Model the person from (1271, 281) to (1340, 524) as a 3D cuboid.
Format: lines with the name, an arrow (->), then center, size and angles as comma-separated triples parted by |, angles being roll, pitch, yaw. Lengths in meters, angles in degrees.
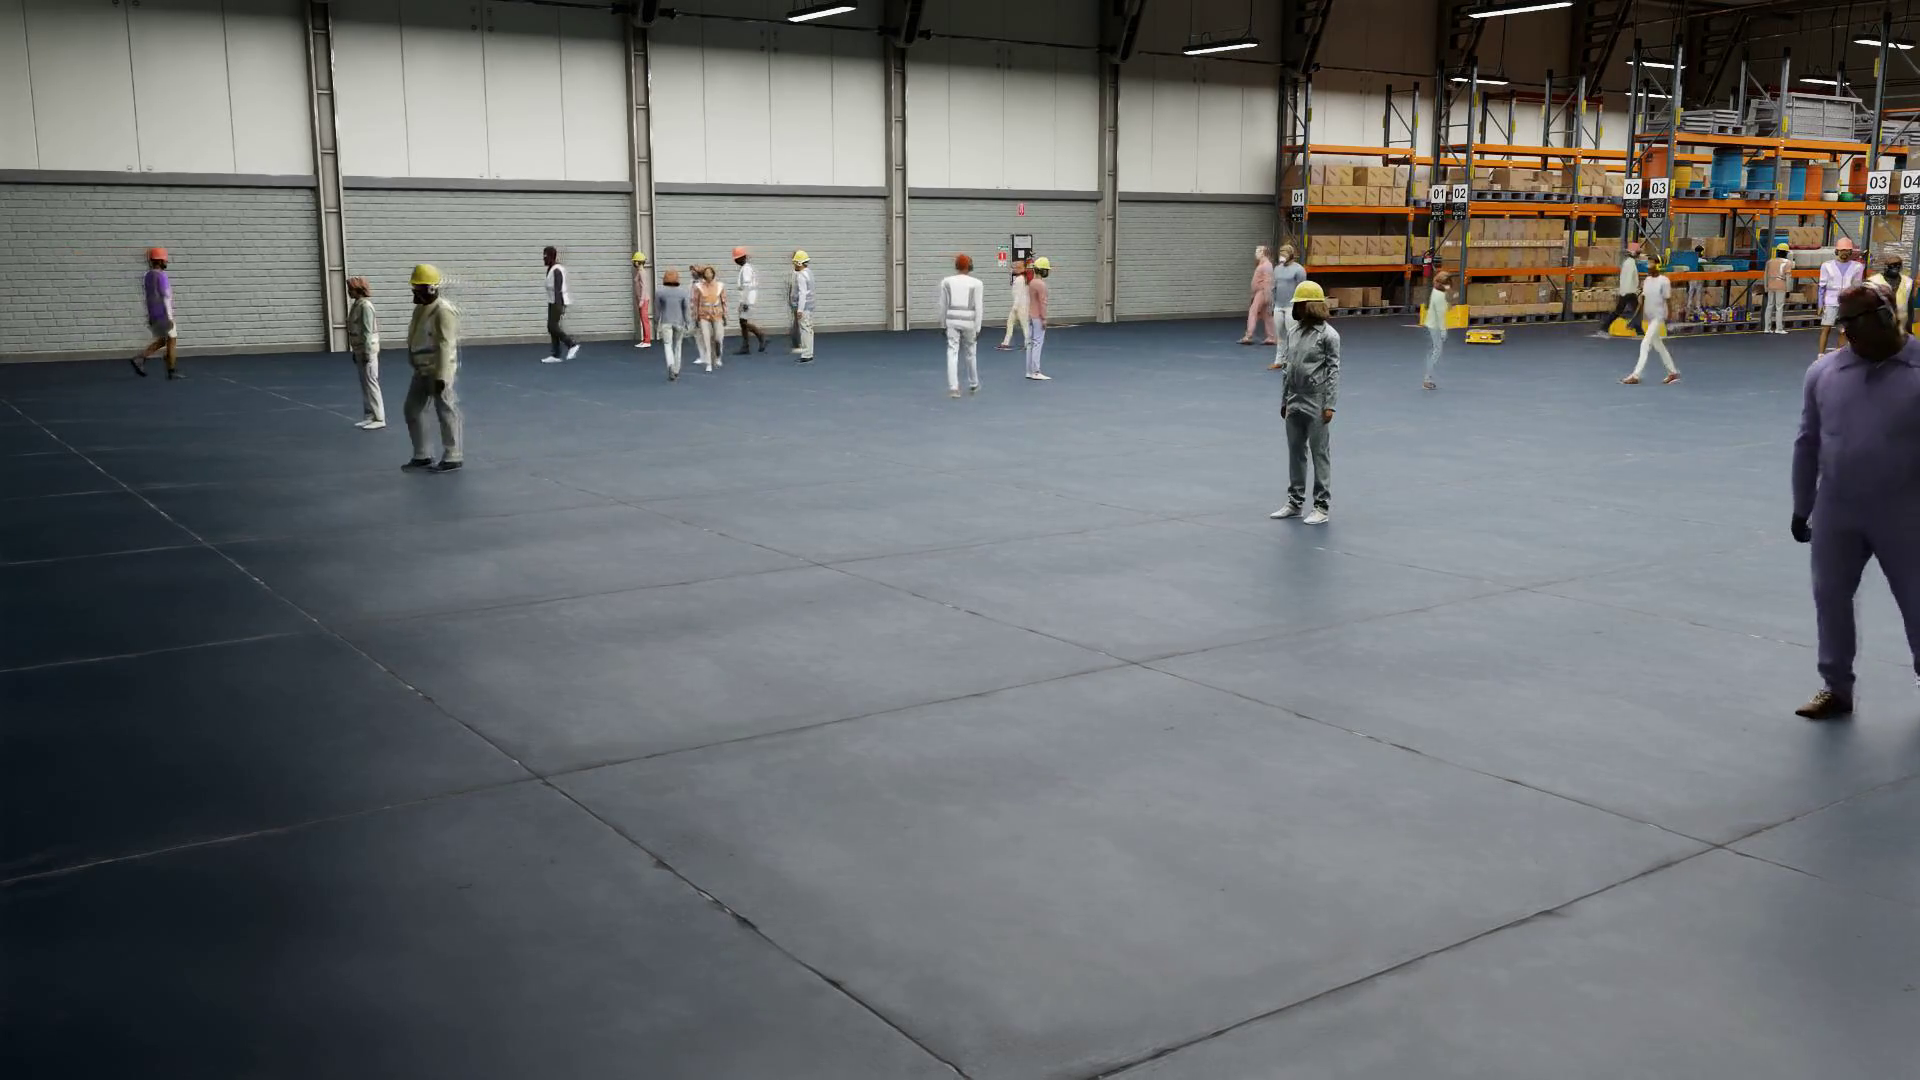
person -> 2.494, -0.987, 11.983 | 0.310, 1.743, 0.493 | -7, 13, -35

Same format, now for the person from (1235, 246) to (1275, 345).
person -> 5.617, -4.638, 31.627 | 0.876, 1.869, 0.665 | 2, 10, 8

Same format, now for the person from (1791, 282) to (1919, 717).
person -> 3.915, -0.142, 7.032 | 0.768, 1.872, 0.523 | 10, 14, 43

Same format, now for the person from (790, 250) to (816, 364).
person -> -2.560, -3.786, 27.081 | 0.404, 1.835, 0.589 | 2, 10, 9

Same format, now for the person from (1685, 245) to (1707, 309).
person -> 16.795, -5.777, 37.905 | 0.329, 1.869, 0.511 | -8, 13, -39

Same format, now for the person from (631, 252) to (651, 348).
person -> -5.934, -4.459, 30.952 | 0.315, 1.770, 0.524 | -2, 11, -13

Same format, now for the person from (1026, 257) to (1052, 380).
person -> 1.155, -3.193, 24.043 | 0.335, 1.761, 0.519 | -4, 11, -19

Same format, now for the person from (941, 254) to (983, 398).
person -> 0.029, -2.773, 21.528 | 0.594, 1.831, 0.982 | 2, 11, 12

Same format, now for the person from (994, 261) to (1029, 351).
person -> 0.946, -4.215, 30.026 | 0.739, 1.600, 0.528 | -2, 10, -8

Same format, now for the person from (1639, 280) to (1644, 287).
person -> 18.756, -7.154, 45.261 | 0.373, 1.934, 0.552 | -7, 12, -34

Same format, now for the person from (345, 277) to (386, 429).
person -> -6.410, -2.009, 17.898 | 0.314, 1.631, 0.515 | -7, 13, -35

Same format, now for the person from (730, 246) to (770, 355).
person -> -3.690, -4.160, 28.951 | 0.610, 1.903, 0.616 | -4, 11, -19

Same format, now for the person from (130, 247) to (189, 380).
person -> -11.498, -3.230, 23.806 | 0.550, 1.920, 0.671 | 9, 13, 40

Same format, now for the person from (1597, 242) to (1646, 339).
person -> 13.402, -5.007, 33.487 | 1.019, 1.952, 0.637 | 2, 11, 10

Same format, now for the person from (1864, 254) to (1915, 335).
person -> 12.134, -2.809, 21.759 | 0.627, 1.830, 0.438 | 1, 10, 4

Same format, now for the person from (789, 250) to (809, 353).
person -> -2.829, -4.215, 29.455 | 0.425, 1.827, 0.525 | 0, 10, -1

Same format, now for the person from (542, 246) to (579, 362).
person -> -6.630, -3.870, 27.342 | 0.490, 1.906, 0.620 | -5, 12, -27

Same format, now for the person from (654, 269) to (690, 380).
person -> -4.162, -3.121, 24.078 | 0.506, 1.608, 0.757 | -3, 11, -17

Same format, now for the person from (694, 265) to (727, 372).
person -> -3.833, -3.405, 25.556 | 0.518, 1.630, 0.414 | -2, 11, -11

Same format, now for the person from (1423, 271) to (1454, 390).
person -> 6.490, -2.840, 22.556 | 0.323, 1.597, 0.597 | 1, 10, 8

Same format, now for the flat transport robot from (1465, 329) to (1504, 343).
flat transport robot -> 10.231, -3.973, 32.392 | 0.652, 0.197, 1.431 | 4, 11, 20

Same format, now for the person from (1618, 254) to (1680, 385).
person -> 9.718, -3.073, 23.232 | 0.963, 1.834, 0.501 | -1, 10, -7

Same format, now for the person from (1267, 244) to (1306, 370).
person -> 5.021, -3.557, 25.540 | 0.354, 1.936, 0.635 | -7, 13, -35

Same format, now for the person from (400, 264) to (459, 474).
person -> -4.646, -1.462, 14.376 | 0.610, 1.815, 0.620 | -10, 14, -43

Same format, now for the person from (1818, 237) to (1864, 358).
person -> 13.763, -3.699, 26.029 | 0.609, 2.044, 0.393 | 3, 11, 18

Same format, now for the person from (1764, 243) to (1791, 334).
person -> 17.373, -5.333, 35.335 | 0.392, 1.916, 0.588 | -6, 12, -29

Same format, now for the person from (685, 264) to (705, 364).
person -> -4.259, -3.662, 26.971 | 0.373, 1.622, 0.534 | -8, 13, -38
